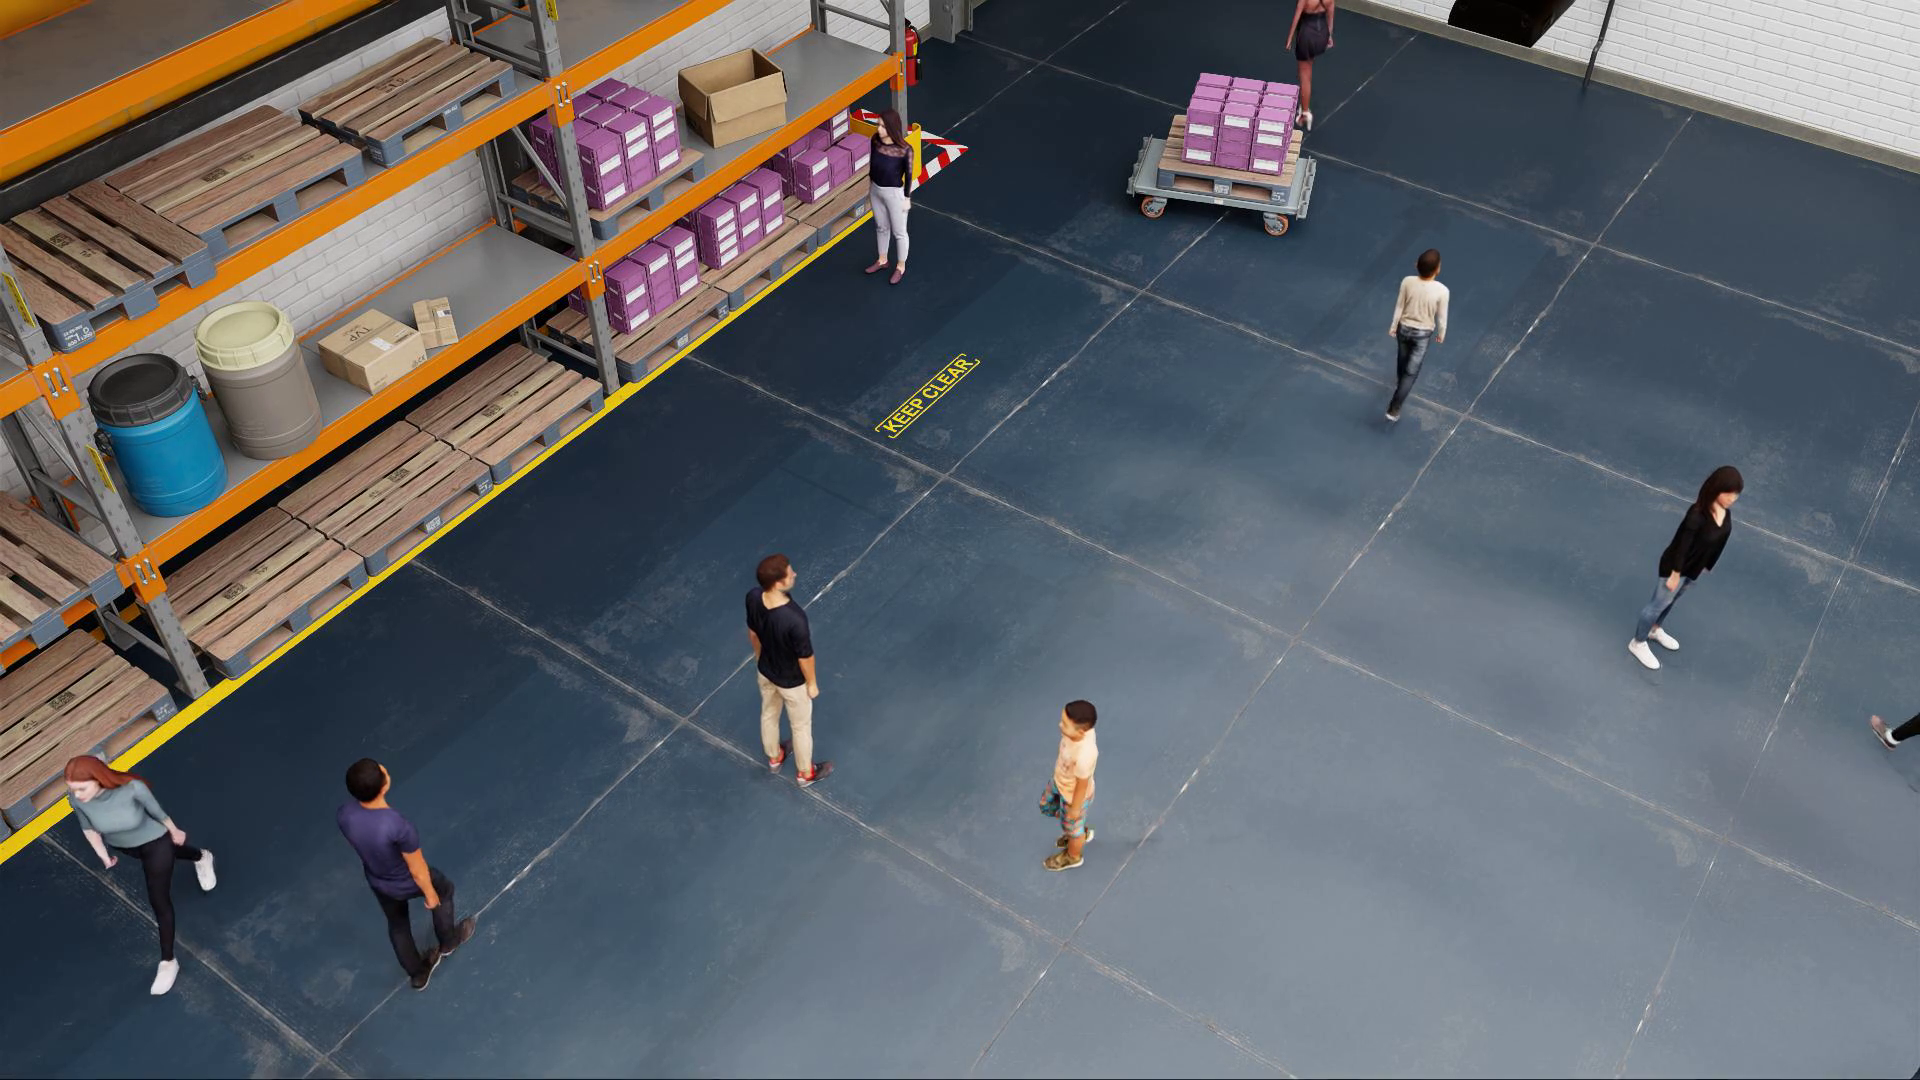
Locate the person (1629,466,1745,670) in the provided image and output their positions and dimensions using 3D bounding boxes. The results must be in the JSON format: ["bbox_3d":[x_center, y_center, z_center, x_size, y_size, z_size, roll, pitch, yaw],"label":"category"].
[{"bbox_3d":[4.793,0.138,10.992,0.538,1.643,0.670,-30,51,-28],"label":"person"}]

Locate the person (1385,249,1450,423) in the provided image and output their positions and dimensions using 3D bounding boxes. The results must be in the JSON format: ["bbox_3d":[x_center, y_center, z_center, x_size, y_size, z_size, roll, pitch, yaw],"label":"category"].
[{"bbox_3d":[3.517,-1.578,12.940,0.607,1.442,1.006,22,48,22],"label":"person"}]

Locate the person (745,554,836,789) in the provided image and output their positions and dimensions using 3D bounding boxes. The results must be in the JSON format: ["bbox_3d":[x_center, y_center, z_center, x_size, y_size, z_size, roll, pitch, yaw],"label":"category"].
[{"bbox_3d":[-1.073,0.803,10.141,0.630,1.856,0.523,28,50,26],"label":"person"}]

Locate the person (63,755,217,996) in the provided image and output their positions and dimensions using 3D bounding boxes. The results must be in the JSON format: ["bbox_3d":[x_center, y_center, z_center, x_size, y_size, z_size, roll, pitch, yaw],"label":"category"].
[{"bbox_3d":[-4.564,1.652,9.378,1.094,1.679,1.256,-4,44,-4],"label":"person"}]

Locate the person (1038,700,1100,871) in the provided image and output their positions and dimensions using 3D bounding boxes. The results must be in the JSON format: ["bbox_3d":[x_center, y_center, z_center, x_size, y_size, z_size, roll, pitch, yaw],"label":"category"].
[{"bbox_3d":[0.731,1.431,9.771,0.722,1.456,0.663,-7,44,-7],"label":"person"}]

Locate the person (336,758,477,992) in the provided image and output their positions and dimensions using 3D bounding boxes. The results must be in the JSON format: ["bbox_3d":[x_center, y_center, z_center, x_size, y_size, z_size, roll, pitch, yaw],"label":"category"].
[{"bbox_3d":[-3.105,1.898,9.049,0.787,1.776,0.839,11,45,11],"label":"person"}]

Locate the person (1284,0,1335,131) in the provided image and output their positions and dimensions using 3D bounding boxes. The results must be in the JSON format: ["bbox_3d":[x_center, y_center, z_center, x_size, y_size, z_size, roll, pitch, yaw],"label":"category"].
[{"bbox_3d":[3.435,-4.771,16.052,0.745,1.773,0.804,-19,47,-18],"label":"person"}]

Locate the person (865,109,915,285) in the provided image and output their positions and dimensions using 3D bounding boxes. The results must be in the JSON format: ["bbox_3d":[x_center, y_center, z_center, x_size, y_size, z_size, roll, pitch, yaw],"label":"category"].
[{"bbox_3d":[-0.616,-2.953,14.263,0.598,1.607,0.531,27,50,26],"label":"person"}]
